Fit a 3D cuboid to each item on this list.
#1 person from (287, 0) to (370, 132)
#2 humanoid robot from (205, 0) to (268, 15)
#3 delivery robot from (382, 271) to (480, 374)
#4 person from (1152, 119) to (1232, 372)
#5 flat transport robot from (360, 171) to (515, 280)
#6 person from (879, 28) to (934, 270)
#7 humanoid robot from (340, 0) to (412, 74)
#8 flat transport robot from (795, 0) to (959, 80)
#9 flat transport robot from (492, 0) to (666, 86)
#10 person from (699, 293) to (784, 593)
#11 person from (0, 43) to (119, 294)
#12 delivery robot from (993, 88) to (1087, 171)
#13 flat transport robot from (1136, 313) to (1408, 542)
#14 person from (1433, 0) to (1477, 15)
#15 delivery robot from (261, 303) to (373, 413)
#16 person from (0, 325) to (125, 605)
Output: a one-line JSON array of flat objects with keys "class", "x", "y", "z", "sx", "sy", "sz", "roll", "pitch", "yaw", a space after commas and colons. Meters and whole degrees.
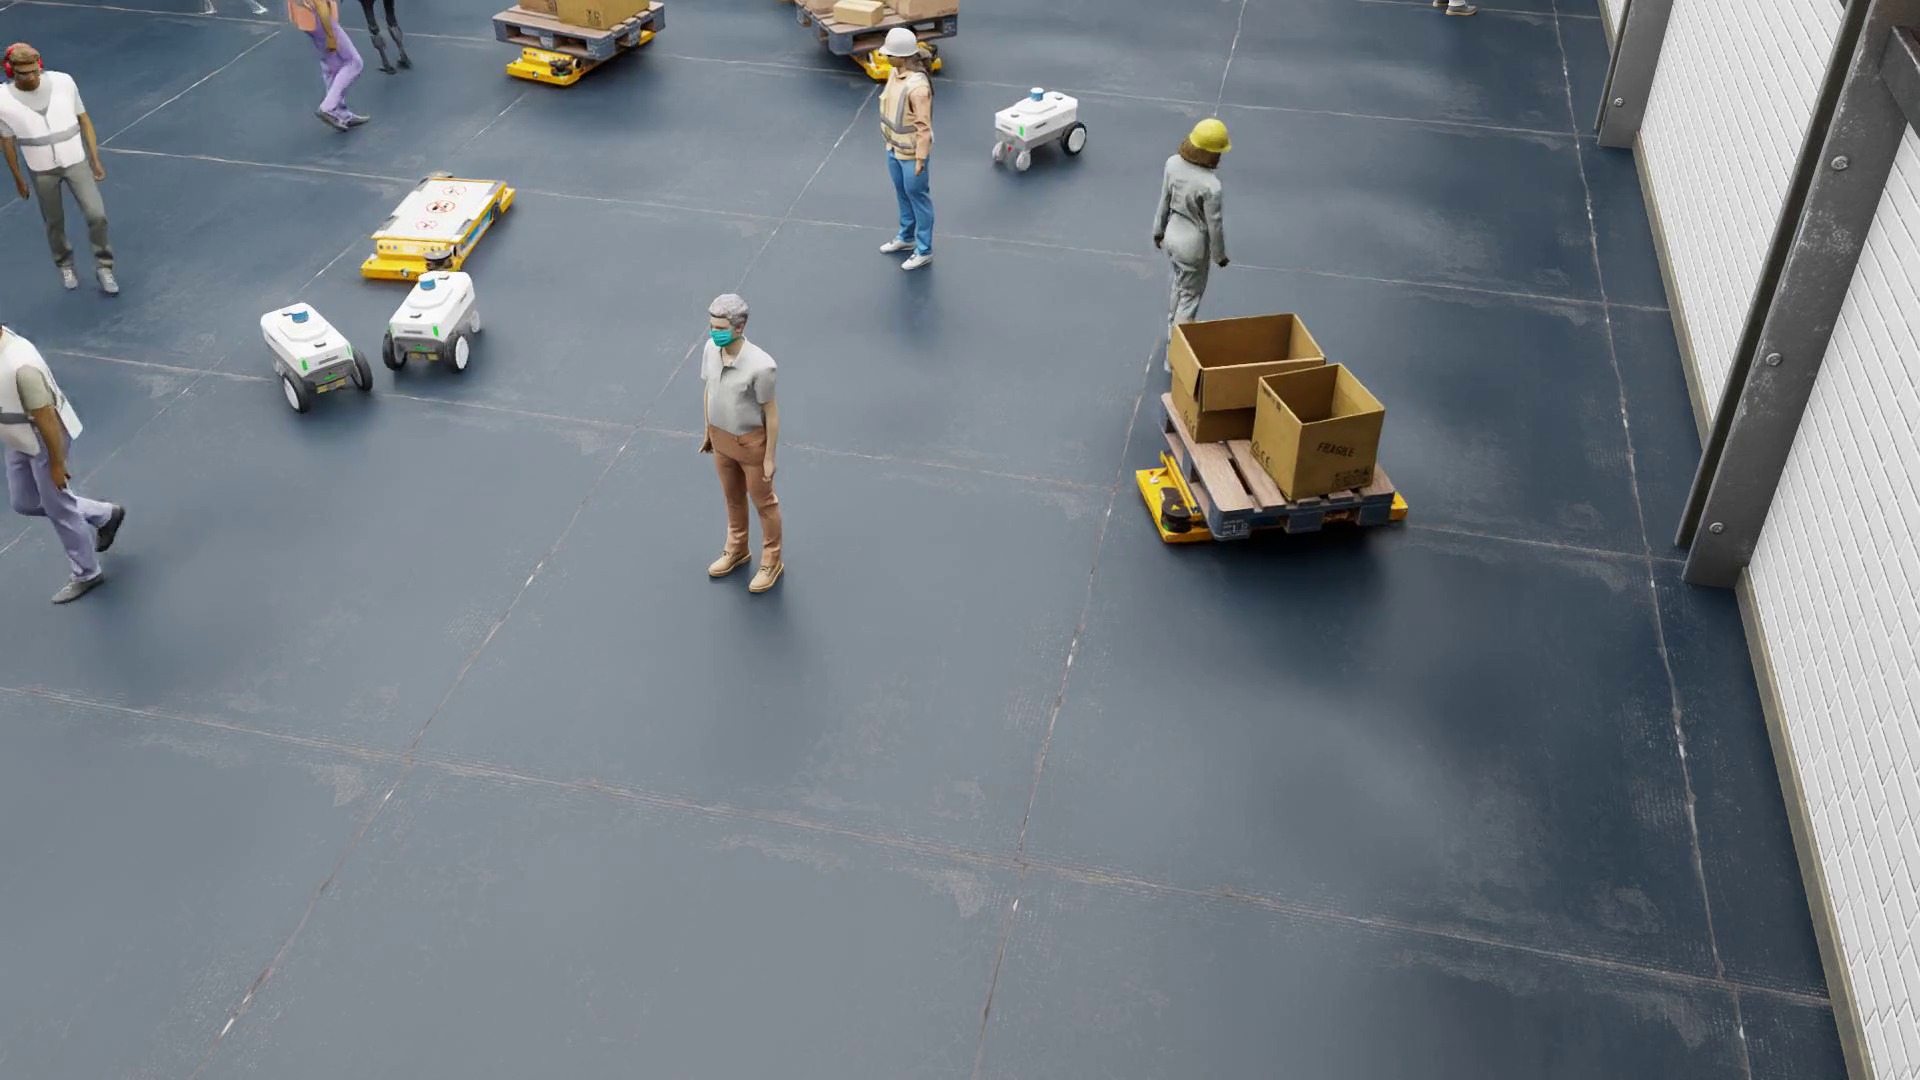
[{"class": "person", "x": -5.188, "y": -4.212, "z": 13.553, "sx": 0.457, "sy": 1.830, "sz": 0.561, "roll": -28, "pitch": 45, "yaw": -32}, {"class": "humanoid robot", "x": -7.177, "y": -5.798, "z": 15.807, "sx": 0.791, "sy": 1.815, "sz": 0.540, "roll": -30, "pitch": 46, "yaw": -34}, {"class": "delivery robot", "x": -3.457, "y": -1.438, "z": 10.920, "sx": 0.499, "sy": 0.613, "sz": 0.797, "roll": 4, "pitch": 37, "yaw": 5}, {"class": "person", "x": 1.512, "y": -1.909, "z": 10.574, "sx": 0.491, "sy": 1.702, "sz": 0.581, "roll": -21, "pitch": 42, "yaw": -26}, {"class": "flat transport robot", "x": -3.860, "y": -2.336, "z": 12.345, "sx": 0.659, "sy": 0.231, "sz": 1.431, "roll": 4, "pitch": 37, "yaw": 5}, {"class": "person", "x": -0.358, "y": -2.751, "z": 11.682, "sx": 0.366, "sy": 1.727, "sz": 0.488, "roll": -18, "pitch": 40, "yaw": -22}, {"class": "humanoid robot", "x": -5.207, "y": -4.972, "z": 14.709, "sx": 0.608, "sy": 1.640, "sz": 0.391, "roll": -28, "pitch": 45, "yaw": -32}, {"class": "flat transport robot", "x": -0.773, "y": -4.635, "z": 15.420, "sx": 0.659, "sy": 0.231, "sz": 1.431, "roll": -16, "pitch": 40, "yaw": -21}, {"class": "flat transport robot", "x": -3.471, "y": -4.548, "z": 15.305, "sx": 0.659, "sy": 0.231, "sz": 1.431, "roll": 16, "pitch": 40, "yaw": 21}, {"class": "person", "x": -1.144, "y": -0.504, "z": 8.666, "sx": 0.482, "sy": 1.738, "sz": 0.319, "roll": 22, "pitch": 42, "yaw": 26}, {"class": "person", "x": -6.136, "y": -2.519, "z": 11.322, "sx": 0.573, "sy": 1.792, "sz": 0.723, "roll": -26, "pitch": 44, "yaw": -31}, {"class": "delivery robot", "x": 0.635, "y": -3.361, "z": 13.494, "sx": 0.815, "sy": 0.614, "sz": 0.499, "roll": -30, "pitch": 46, "yaw": -34}, {"class": "flat transport robot", "x": 1.795, "y": -0.308, "z": 9.631, "sx": 1.431, "sy": 0.231, "sz": 0.659, "roll": -6, "pitch": 37, "yaw": -8}, {"class": "person", "x": 4.859, "y": -5.995, "z": 15.897, "sx": 0.356, "sy": 1.879, "sz": 0.574, "roll": -10, "pitch": 38, "yaw": -13}, {"class": "delivery robot", "x": -4.139, "y": -1.208, "z": 10.585, "sx": 0.499, "sy": 0.581, "sz": 0.768, "roll": -27, "pitch": 44, "yaw": -31}, {"class": "person", "x": -4.749, "y": -0.515, "z": 8.601, "sx": 0.563, "sy": 1.834, "sz": 0.486, "roll": 23, "pitch": 43, "yaw": 28}]
